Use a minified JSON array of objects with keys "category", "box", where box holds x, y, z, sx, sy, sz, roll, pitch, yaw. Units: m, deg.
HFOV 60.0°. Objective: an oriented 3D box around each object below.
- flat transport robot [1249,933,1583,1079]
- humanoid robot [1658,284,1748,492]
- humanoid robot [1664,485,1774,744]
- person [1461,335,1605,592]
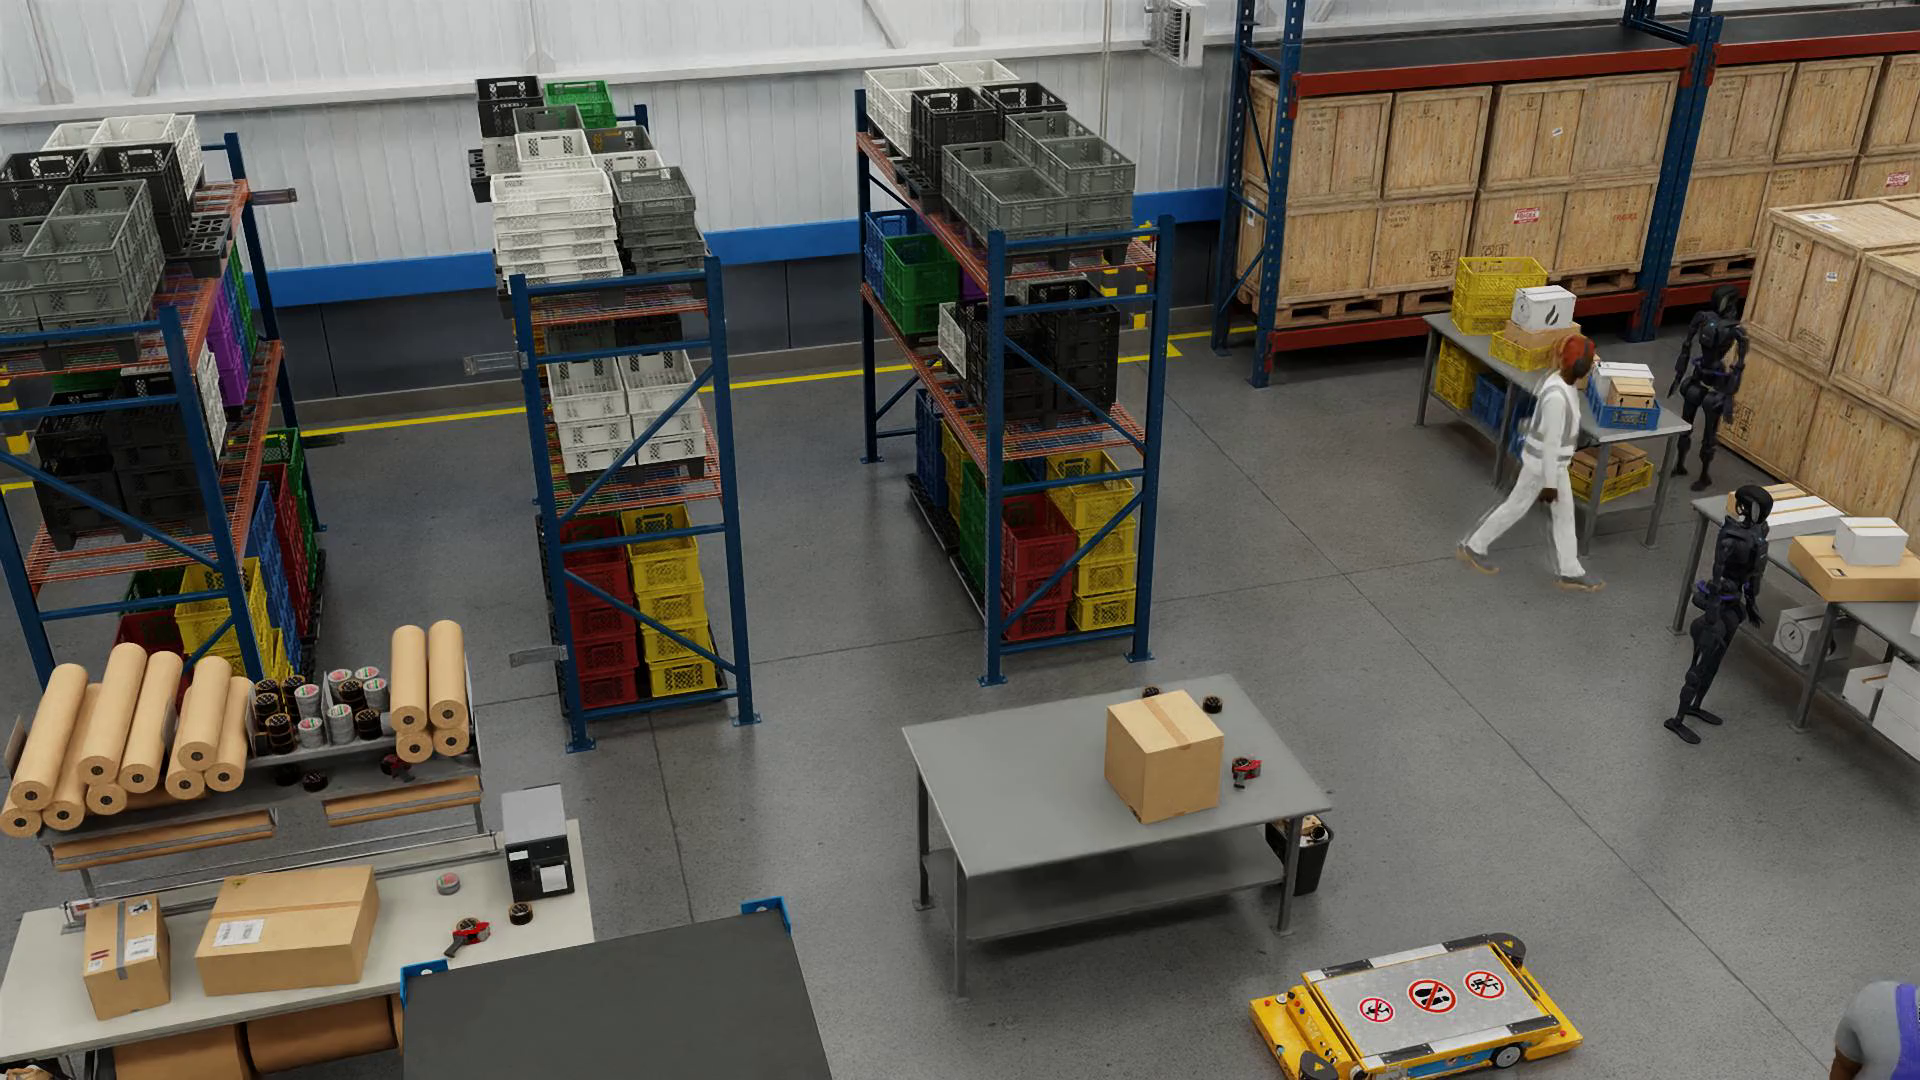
[{"category":"flat transport robot","box":[2.184,2.282,7.980,1.431,0.197,0.652,-8,30,-14]},{"category":"humanoid robot","box":[5.790,-1.180,12.855,0.325,1.662,0.612,-13,31,-23]},{"category":"humanoid robot","box":[4.565,0.428,9.906,0.589,1.657,0.327,-23,36,-36]},{"category":"person","box":[4.076,-0.537,11.525,0.996,1.826,0.623,17,33,28]}]
